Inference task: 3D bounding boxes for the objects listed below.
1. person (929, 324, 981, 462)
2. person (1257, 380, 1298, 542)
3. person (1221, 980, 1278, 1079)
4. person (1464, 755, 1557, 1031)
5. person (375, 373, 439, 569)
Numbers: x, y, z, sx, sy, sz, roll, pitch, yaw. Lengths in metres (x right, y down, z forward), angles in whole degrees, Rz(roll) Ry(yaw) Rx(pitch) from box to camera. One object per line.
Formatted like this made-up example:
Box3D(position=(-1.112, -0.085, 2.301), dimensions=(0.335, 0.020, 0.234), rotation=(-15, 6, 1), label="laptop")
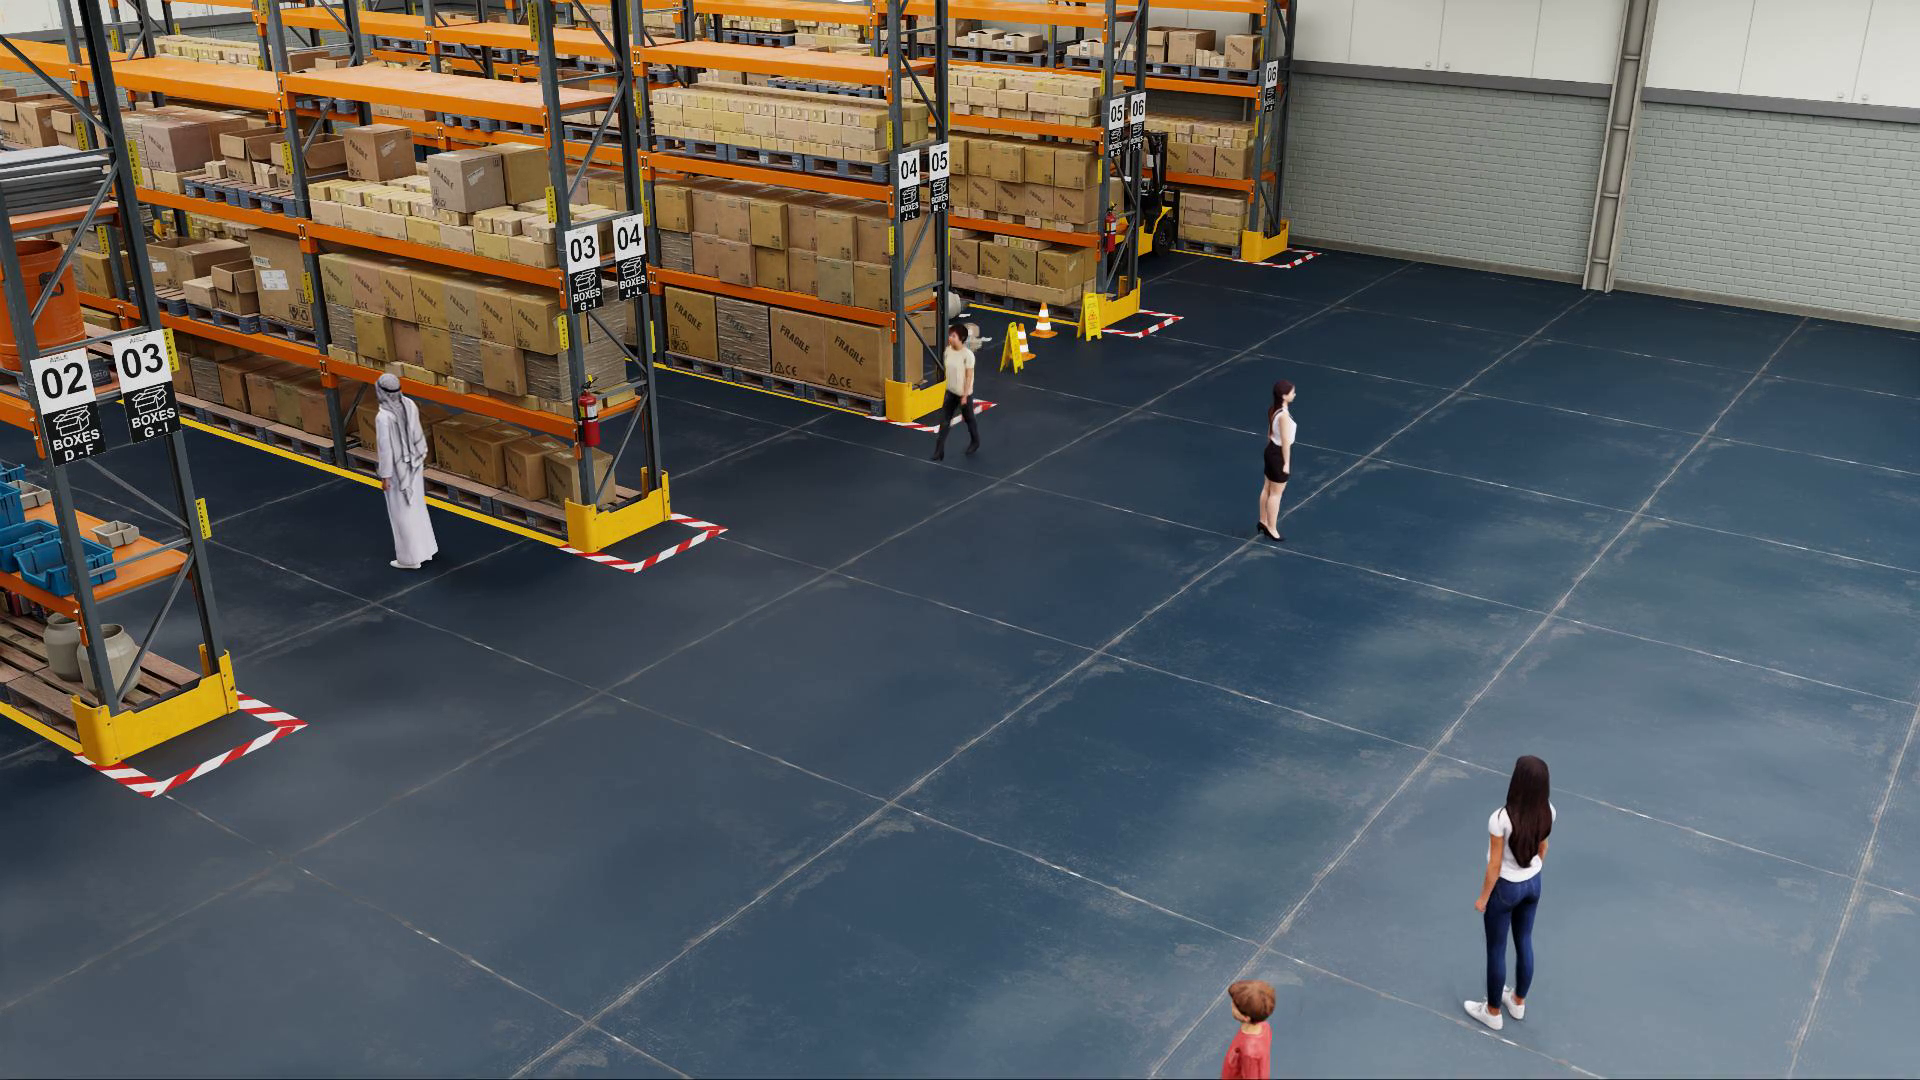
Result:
Box3D(position=(0.044, -1.648, 18.680), dimensions=(0.955, 1.543, 0.747), rotation=(20, 30, 39), label="person")
Box3D(position=(3.162, -0.802, 16.556), dimensions=(0.691, 1.647, 0.634), rotation=(-4, 23, -9), label="person")
Box3D(position=(1.448, 2.812, 8.353), dimensions=(0.558, 1.417, 0.575), rotation=(6, 24, 15), label="person")
Box3D(position=(3.231, 2.049, 9.690), dimensions=(0.670, 1.774, 0.682), rotation=(-10, 25, -22), label="person")
Box3D(position=(-5.332, -0.665, 15.879), dimensions=(0.710, 1.926, 0.754), rotation=(8, 24, 19), label="person")
